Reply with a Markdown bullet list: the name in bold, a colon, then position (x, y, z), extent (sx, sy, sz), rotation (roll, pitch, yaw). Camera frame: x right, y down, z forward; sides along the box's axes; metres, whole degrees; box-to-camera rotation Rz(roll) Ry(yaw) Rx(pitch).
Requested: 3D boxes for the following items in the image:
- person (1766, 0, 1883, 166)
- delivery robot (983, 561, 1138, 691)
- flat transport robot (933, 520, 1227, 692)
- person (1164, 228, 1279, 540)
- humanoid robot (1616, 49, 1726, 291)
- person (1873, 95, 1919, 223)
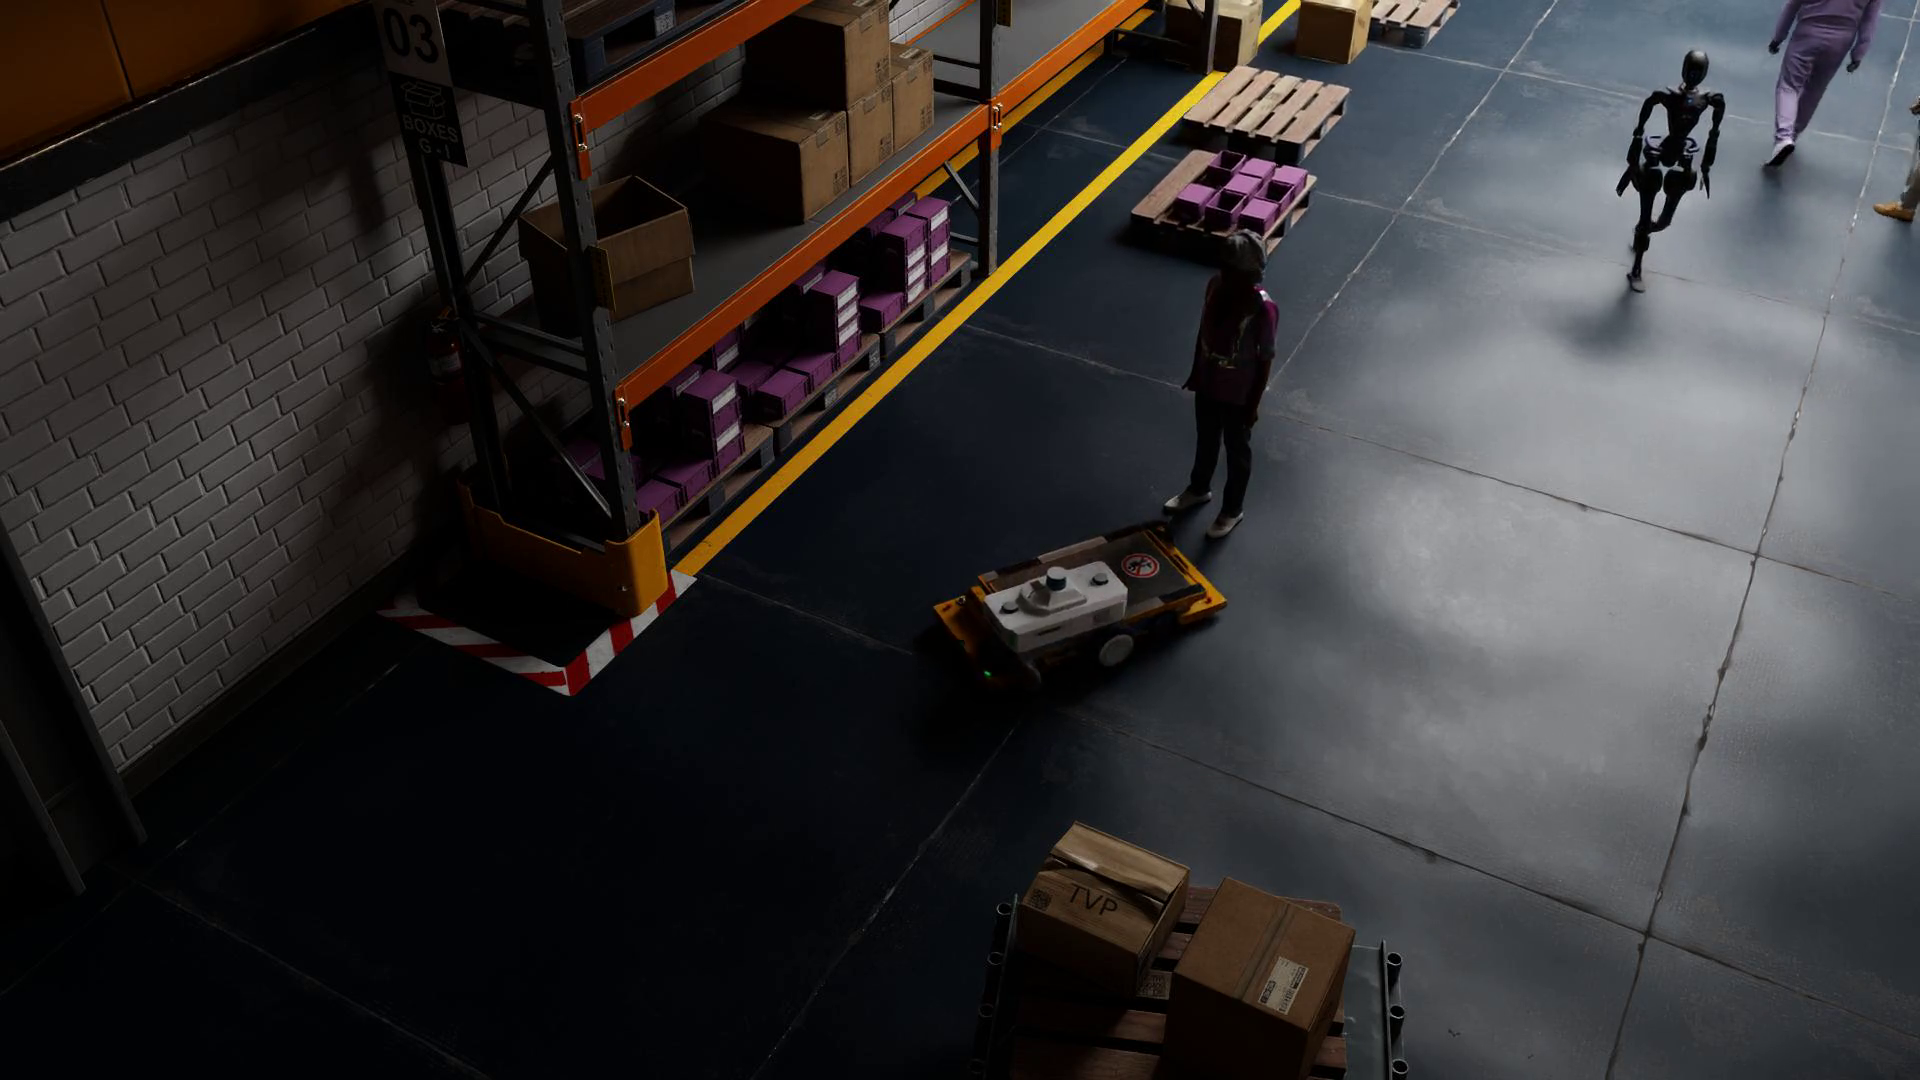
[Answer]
- **person**: position (6.561, -3.783, 12.664), extent (0.659, 1.873, 0.817), rotation (11, 40, 13)
- **delivery robot**: position (0.508, 0.391, 8.492), extent (0.754, 0.582, 0.520), rotation (-16, 41, -19)
- **flat transport robot**: position (0.639, 0.328, 8.810), extent (1.431, 0.231, 0.659), rotation (-17, 42, -20)
- **person**: position (1.439, -0.842, 9.009), extent (0.339, 1.848, 0.512), rotation (-25, 45, -28)
- **humanoid robot**: position (4.819, -2.568, 11.344), extent (0.608, 1.653, 0.738), rotation (4, 39, 5)
- **person**: position (7.179, -3.206, 11.941), extent (0.621, 1.879, 0.388), rotation (-4, 39, -5)
